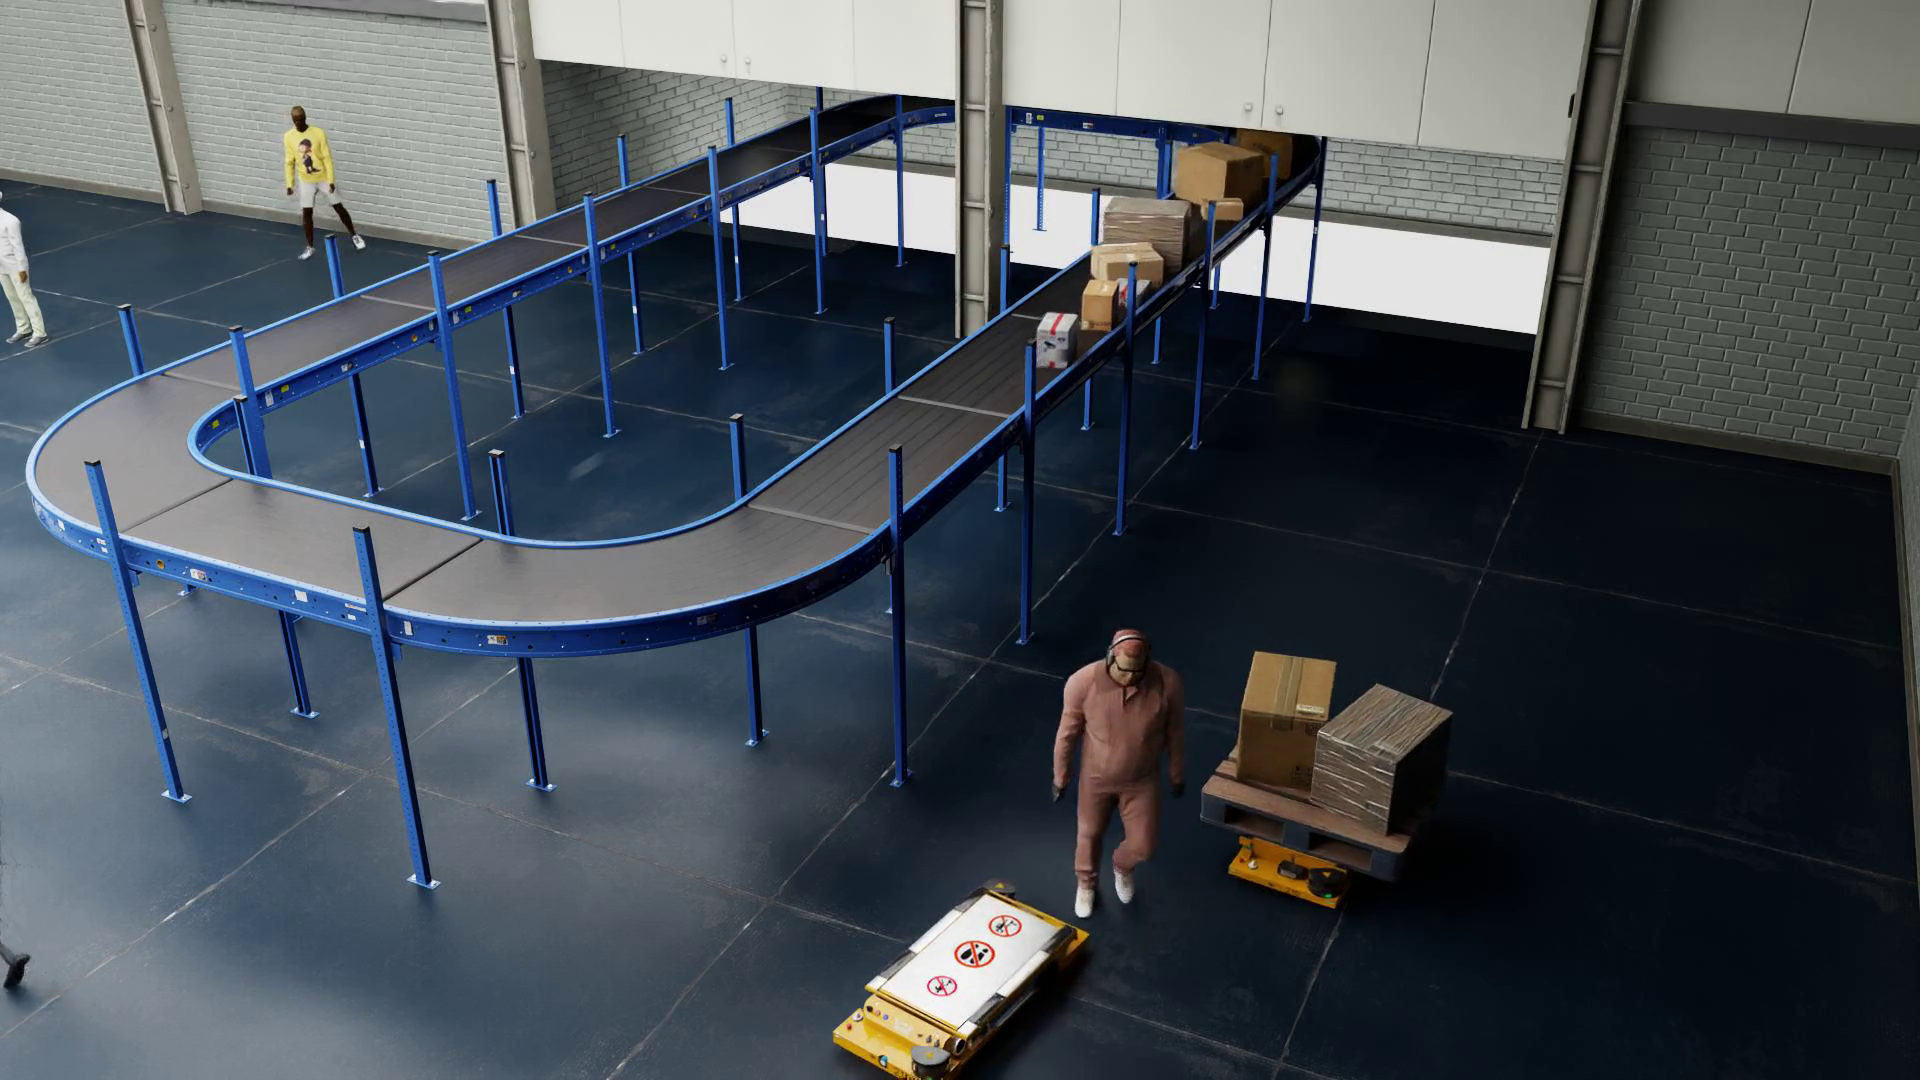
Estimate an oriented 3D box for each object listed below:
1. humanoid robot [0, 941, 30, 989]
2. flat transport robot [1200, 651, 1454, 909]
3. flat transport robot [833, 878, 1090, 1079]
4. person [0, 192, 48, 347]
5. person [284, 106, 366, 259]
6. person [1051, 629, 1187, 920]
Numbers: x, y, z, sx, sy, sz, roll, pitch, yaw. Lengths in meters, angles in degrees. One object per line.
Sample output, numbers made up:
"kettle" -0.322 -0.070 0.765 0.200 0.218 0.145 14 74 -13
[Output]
"humanoid robot" -5.299 1.679 8.537 0.671 1.638 0.596 9 28 17
"flat transport robot" 2.192 1.682 10.086 0.659 0.231 1.431 15 30 27
"flat transport robot" 0.035 2.324 8.794 0.659 0.231 1.431 18 32 32
"person" -10.151 -2.928 17.715 0.562 1.745 0.346 13 29 25
"person" -7.971 -4.476 20.701 0.803 1.870 0.555 -5 27 -11
"person" 0.872 1.286 9.076 0.759 1.875 0.480 0 26 1
